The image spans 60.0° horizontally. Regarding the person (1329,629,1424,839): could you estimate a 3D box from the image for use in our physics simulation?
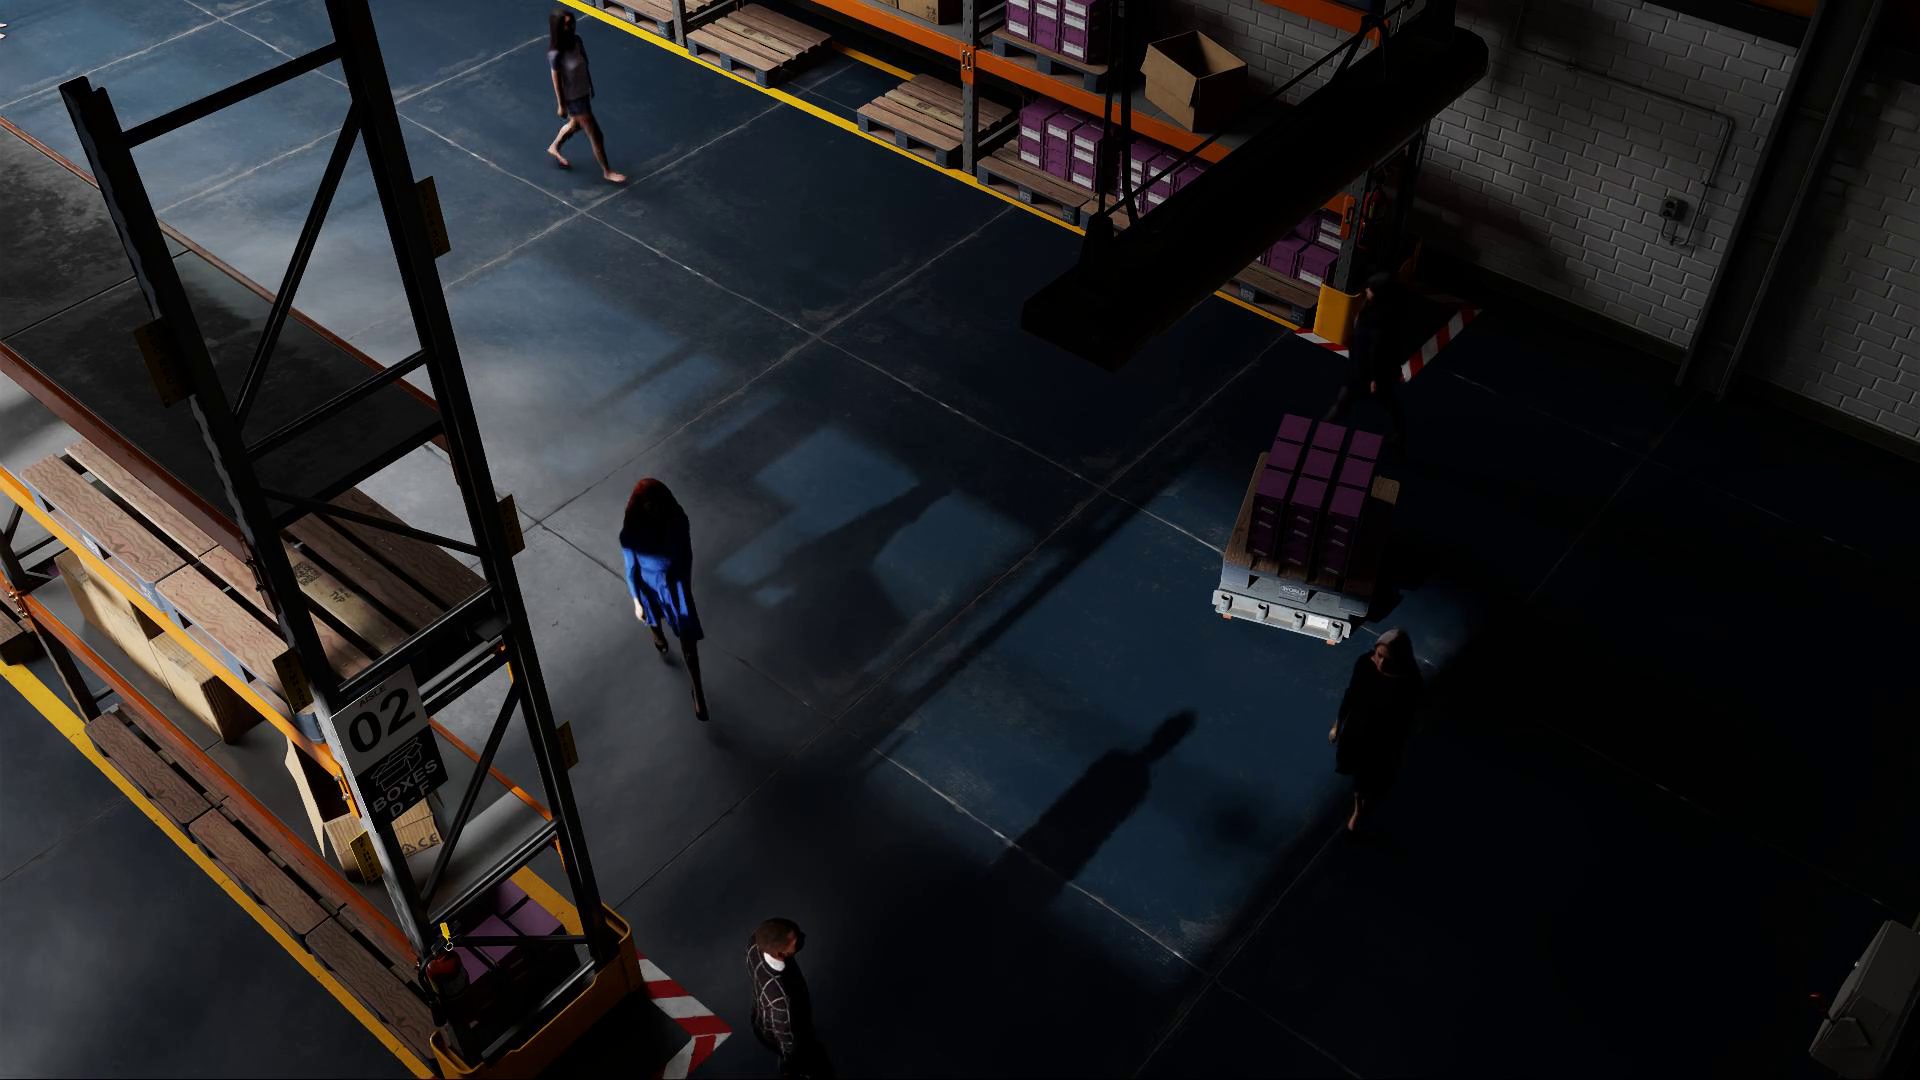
[{"bbox_3d":[2.471,1.115,9.805,0.603,1.736,0.687,33,52,29],"label":"person"}]

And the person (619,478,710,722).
[{"bbox_3d":[-1.945,0.261,10.670,0.979,1.779,1.224,-16,46,-16],"label":"person"}]

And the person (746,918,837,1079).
[{"bbox_3d":[-0.958,2.470,8.332,0.894,1.806,0.843,-18,46,-18],"label":"person"}]

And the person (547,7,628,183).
[{"bbox_3d":[-3.604,-4.111,15.338,1.164,1.669,0.852,14,45,14],"label":"person"}]

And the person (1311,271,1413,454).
[{"bbox_3d":[3.170,-1.277,12.401,1.200,1.618,0.933,16,46,16],"label":"person"}]
